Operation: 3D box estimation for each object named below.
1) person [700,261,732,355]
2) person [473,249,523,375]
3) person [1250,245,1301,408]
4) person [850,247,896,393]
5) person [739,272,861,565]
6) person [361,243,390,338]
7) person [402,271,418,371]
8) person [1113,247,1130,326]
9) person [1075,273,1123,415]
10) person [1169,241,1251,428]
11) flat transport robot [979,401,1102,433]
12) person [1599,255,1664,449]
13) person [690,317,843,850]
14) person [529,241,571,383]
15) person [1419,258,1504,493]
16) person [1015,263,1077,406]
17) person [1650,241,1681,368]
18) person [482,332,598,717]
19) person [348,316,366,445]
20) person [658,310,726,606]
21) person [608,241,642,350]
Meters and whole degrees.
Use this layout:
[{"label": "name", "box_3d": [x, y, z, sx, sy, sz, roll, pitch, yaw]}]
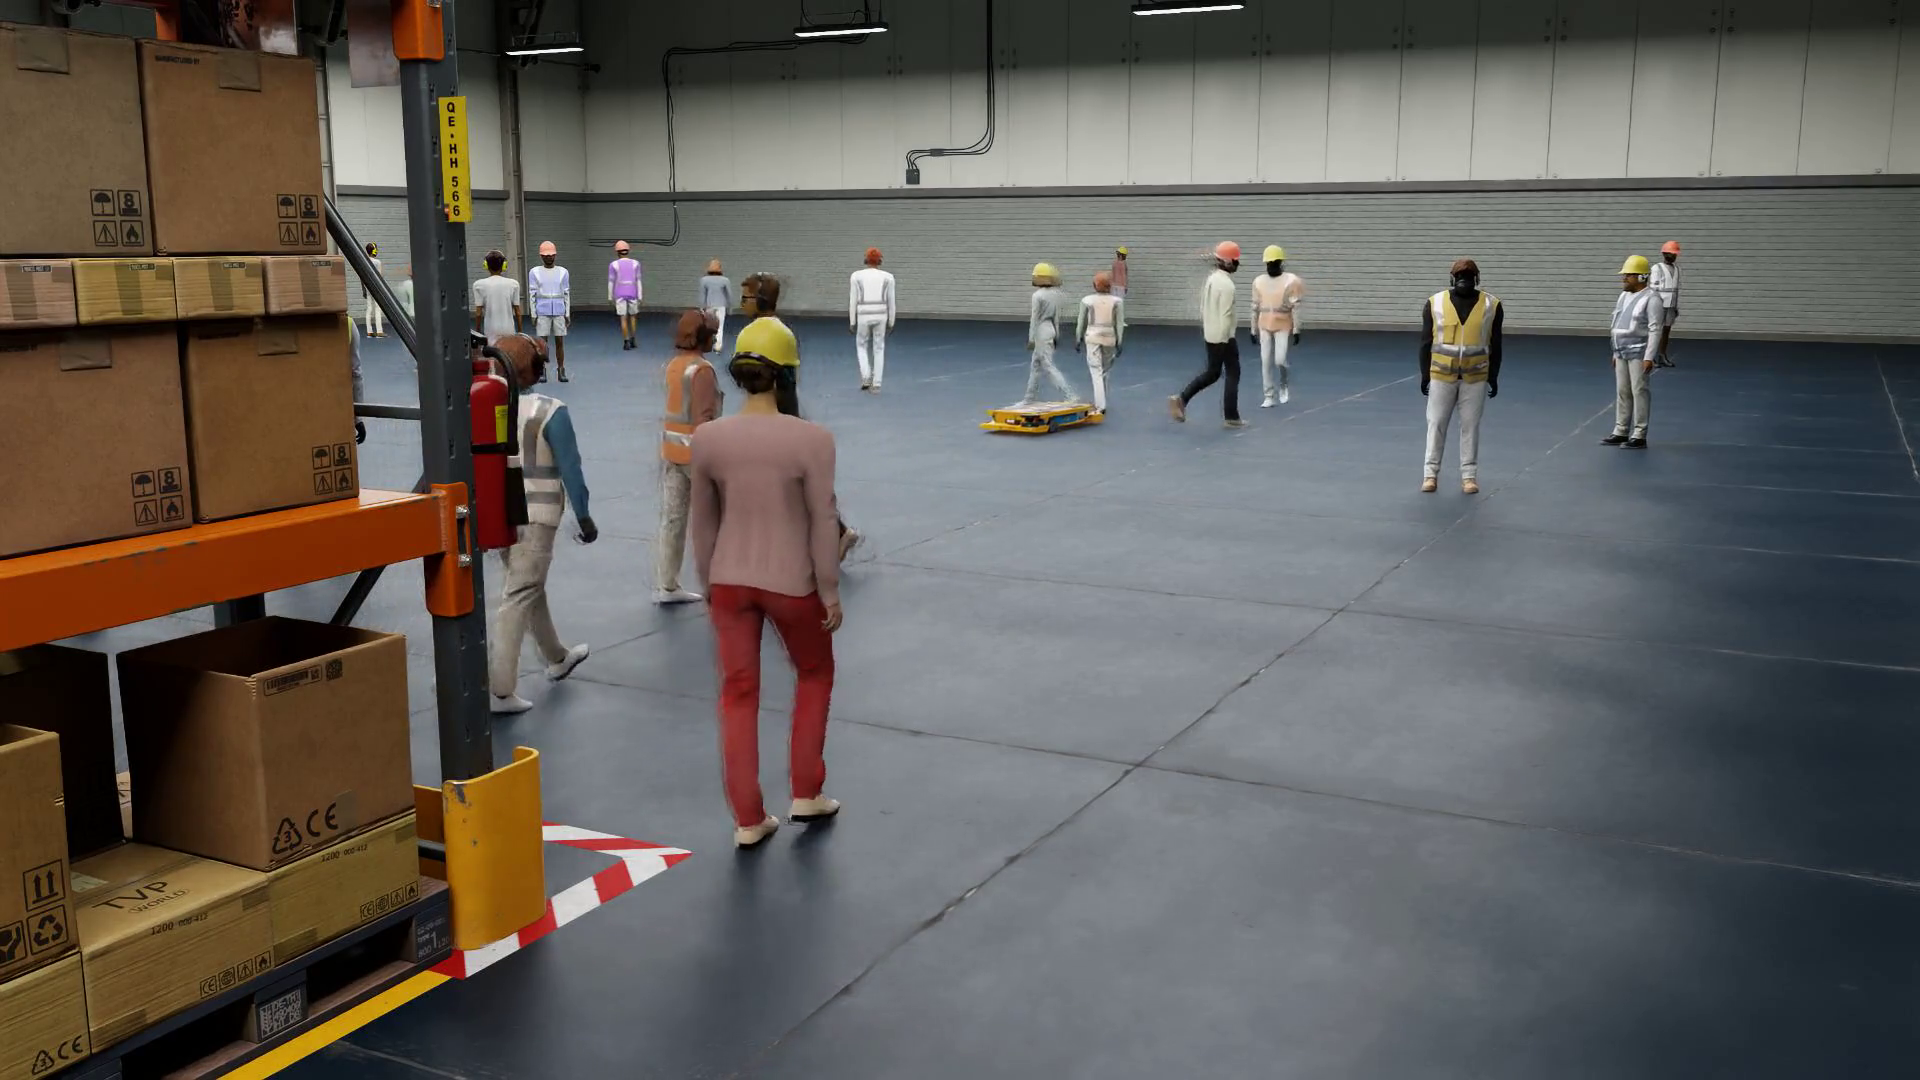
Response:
[{"label": "person", "box_3d": [-4.142, -3.939, 28.256, 0.528, 1.587, 0.853, -1, 10, -3]}, {"label": "person", "box_3d": [-4.977, -2.195, 17.975, 0.517, 1.874, 0.327, -3, 11, -18]}, {"label": "person", "box_3d": [3.685, -2.498, 19.521, 0.605, 1.906, 0.426, 6, 12, 29]}, {"label": "person", "box_3d": [-1.124, -2.821, 21.403, 0.603, 1.863, 0.502, -2, 11, -9]}, {"label": "person", "box_3d": [-1.065, -0.701, 10.029, 0.868, 1.815, 0.504, 0, 10, -1]}, {"label": "person", "box_3d": [-11.630, -4.946, 32.984, 0.532, 1.868, 0.310, 4, 11, 21]}, {"label": "person", "box_3d": [-8.081, -3.355, 25.062, 0.528, 1.592, 0.819, 2, 11, 13]}, {"label": "person", "box_3d": [3.587, -5.641, 37.067, 0.316, 1.765, 0.523, -5, 11, -25]}, {"label": "person", "box_3d": [1.594, -2.232, 18.913, 0.524, 1.599, 0.846, -1, 10, -7]}, {"label": "person", "box_3d": [2.661, -2.145, 17.444, 0.779, 1.966, 0.613, -3, 11, -15]}, {"label": "flat transport robot", "box_3d": [0.865, -1.300, 17.463, 0.652, 0.197, 1.431, 7, 12, 33]}, {"label": "person", "box_3d": [6.393, -1.779, 15.810, 0.404, 1.832, 0.592, -2, 11, -12]}, {"label": "person", "box_3d": [-0.617, 0.134, 5.580, 0.547, 1.747, 0.591, 3, 11, 15]}, {"label": "person", "box_3d": [-5.637, -3.133, 22.911, 0.551, 1.936, 0.356, -4, 11, -22]}, {"label": "person", "box_3d": [3.936, -1.286, 13.102, 0.624, 1.845, 0.430, 3, 11, 14]}, {"label": "person", "box_3d": [1.027, -2.375, 19.400, 0.837, 1.713, 0.495, 6, 12, 31]}, {"label": "person", "box_3d": [10.814, -3.605, 25.490, 0.551, 1.933, 0.377, -4, 11, -22]}, {"label": "person", "box_3d": [-1.827, -0.084, 7.180, 0.511, 1.600, 0.851, 6, 12, 29]}, {"label": "person", "box_3d": [-3.894, -0.719, 10.008, 0.630, 1.842, 0.429, -6, 12, -28]}, {"label": "person", "box_3d": [-1.374, -0.448, 9.129, 0.689, 1.608, 0.541, -6, 12, -31]}, {"label": "person", "box_3d": [-5.981, -4.344, 29.554, 0.575, 1.916, 0.735, -4, 11, -23]}]
